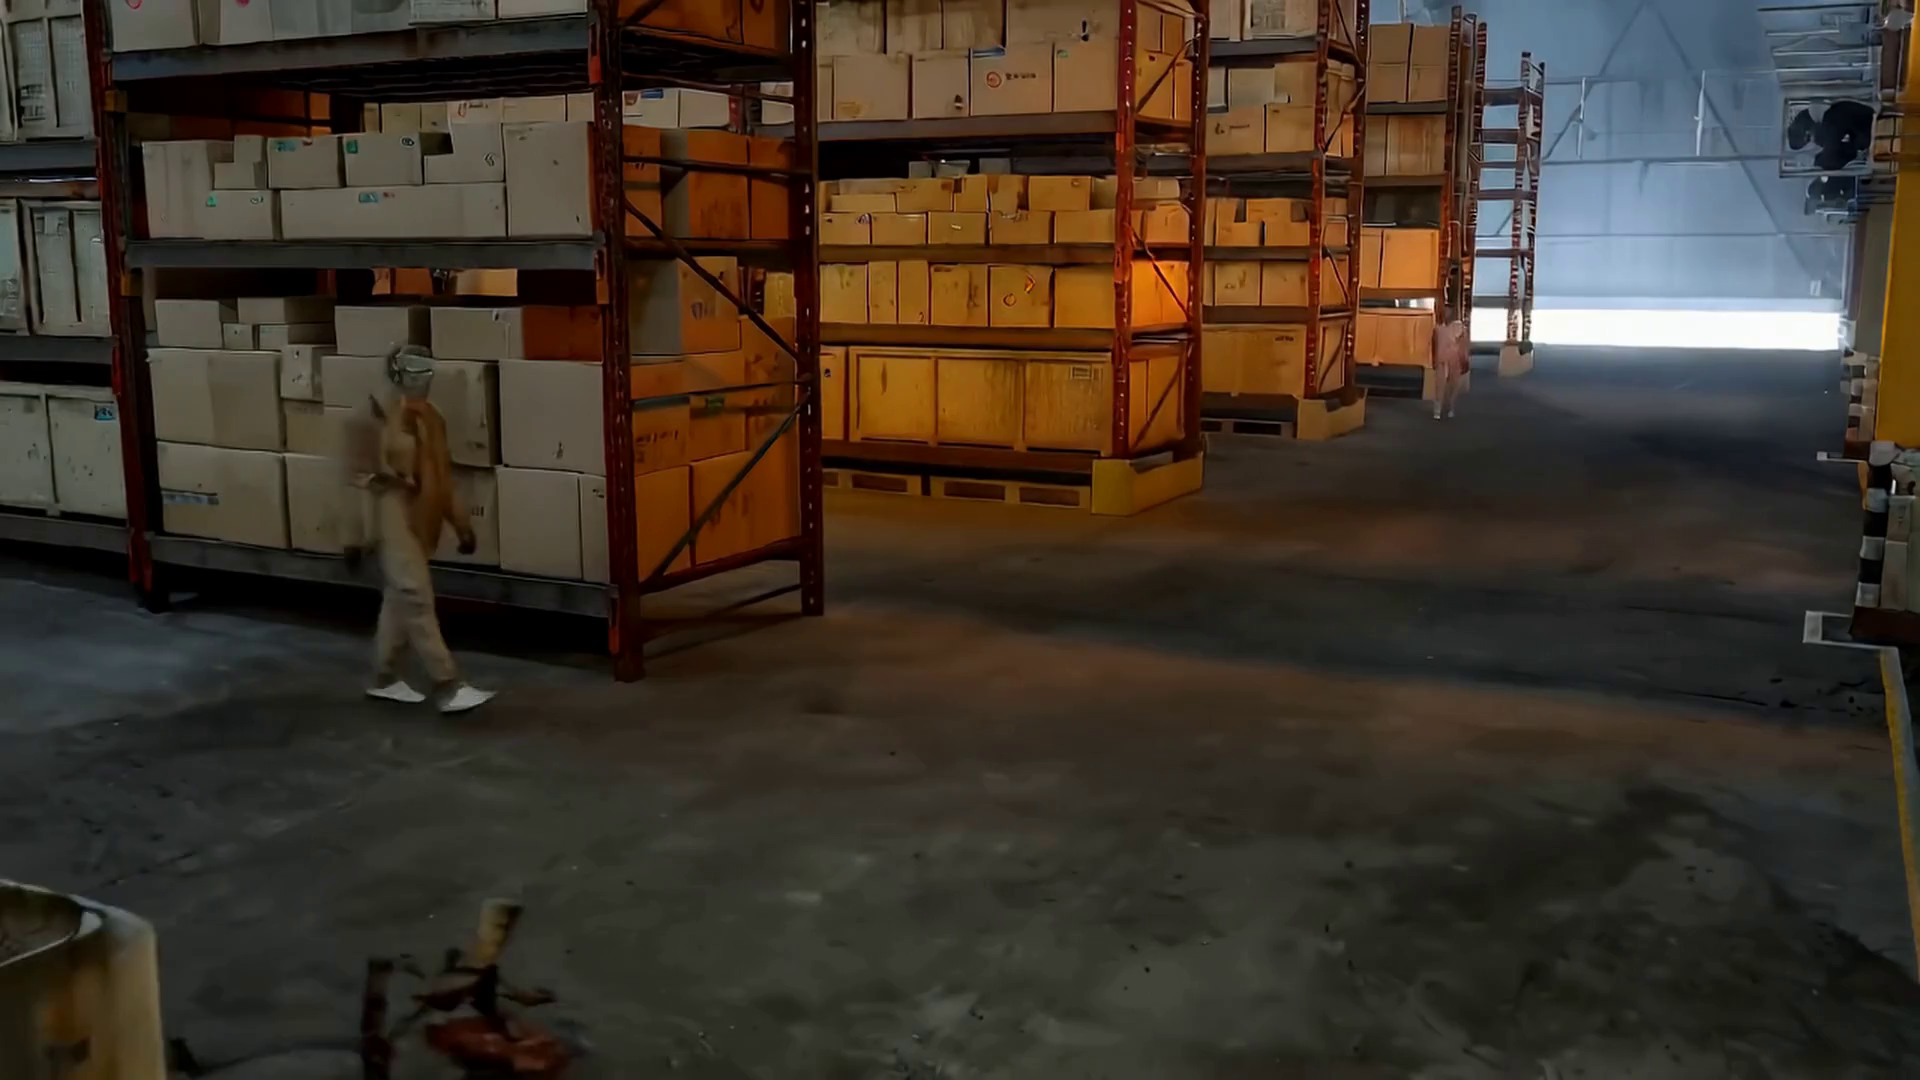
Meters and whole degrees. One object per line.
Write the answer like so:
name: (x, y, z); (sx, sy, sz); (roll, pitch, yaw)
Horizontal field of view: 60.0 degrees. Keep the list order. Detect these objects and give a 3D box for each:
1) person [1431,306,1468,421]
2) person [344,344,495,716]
person: (6.836, -2.469, 23.272); (0.513, 1.594, 0.851); (4, 11, 23)
person: (-2.686, -0.045, 8.426); (0.939, 1.865, 0.678); (3, 10, 17)
